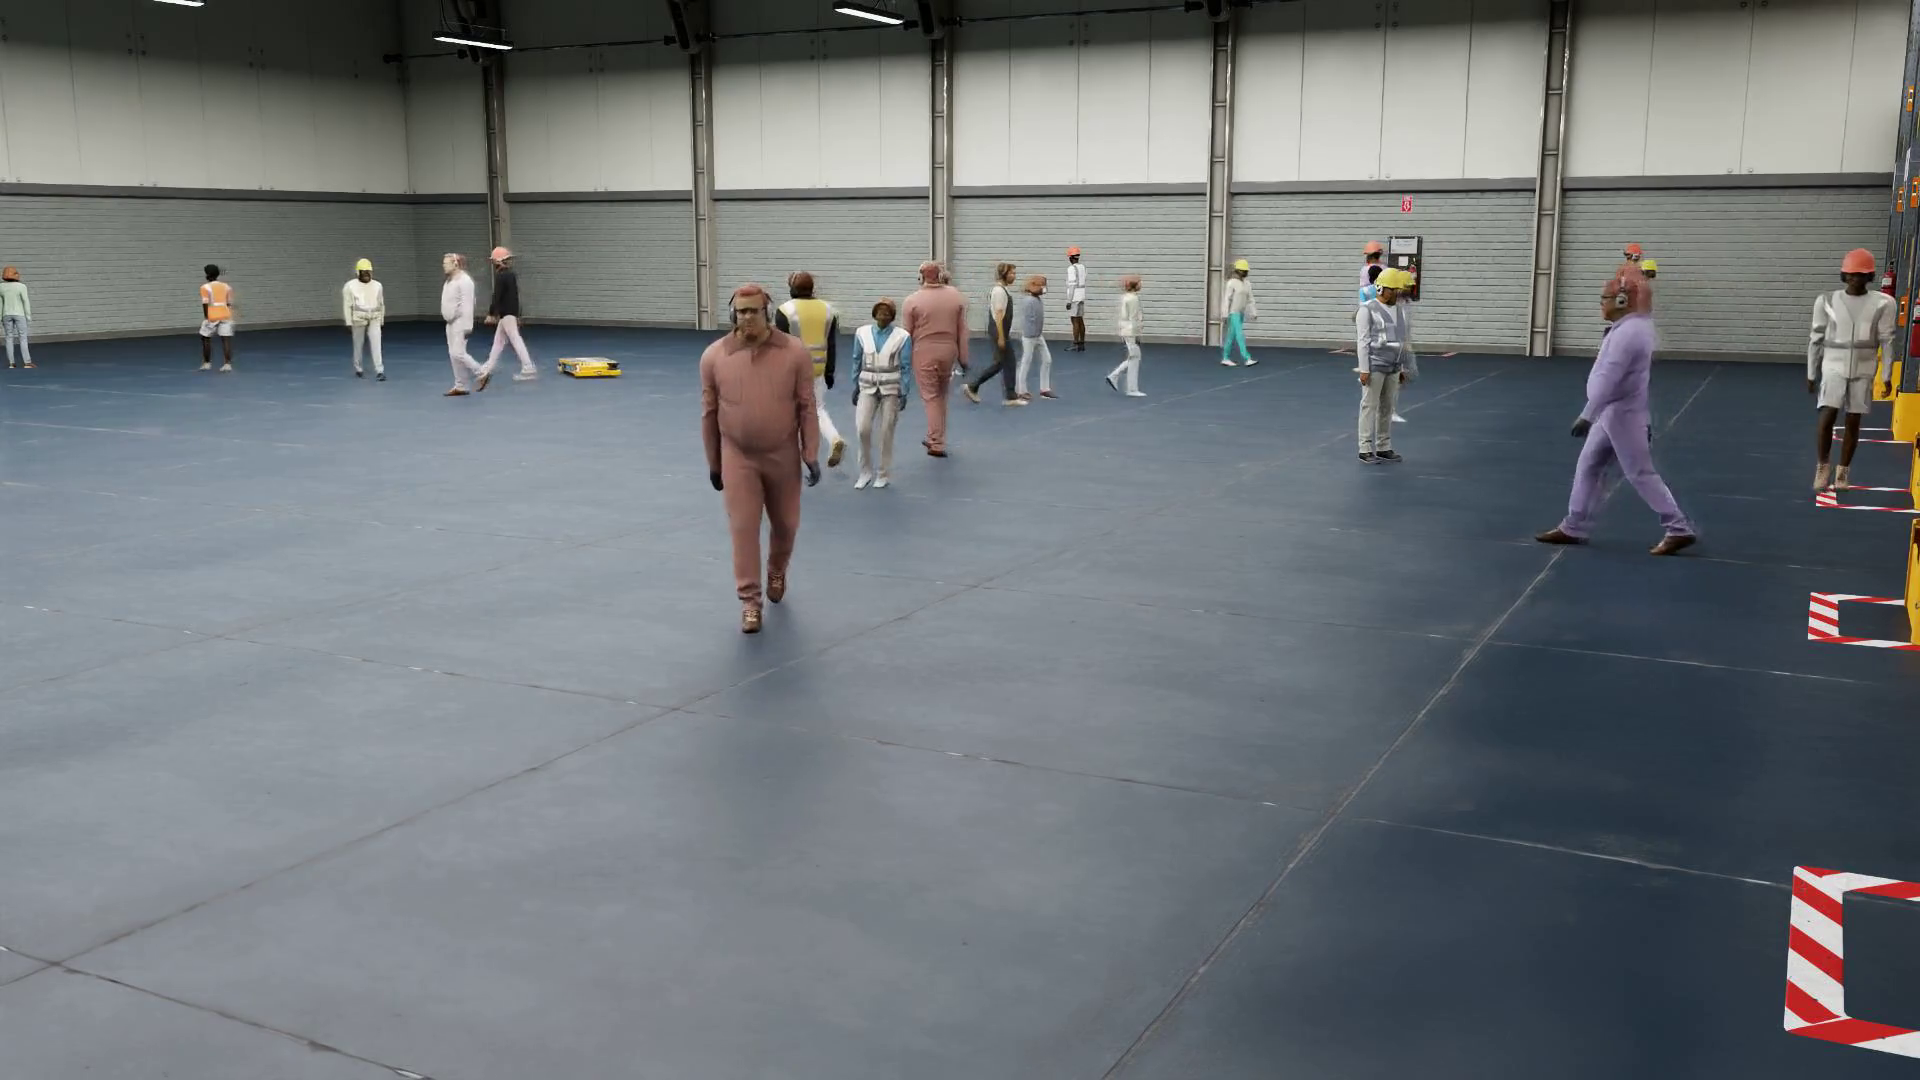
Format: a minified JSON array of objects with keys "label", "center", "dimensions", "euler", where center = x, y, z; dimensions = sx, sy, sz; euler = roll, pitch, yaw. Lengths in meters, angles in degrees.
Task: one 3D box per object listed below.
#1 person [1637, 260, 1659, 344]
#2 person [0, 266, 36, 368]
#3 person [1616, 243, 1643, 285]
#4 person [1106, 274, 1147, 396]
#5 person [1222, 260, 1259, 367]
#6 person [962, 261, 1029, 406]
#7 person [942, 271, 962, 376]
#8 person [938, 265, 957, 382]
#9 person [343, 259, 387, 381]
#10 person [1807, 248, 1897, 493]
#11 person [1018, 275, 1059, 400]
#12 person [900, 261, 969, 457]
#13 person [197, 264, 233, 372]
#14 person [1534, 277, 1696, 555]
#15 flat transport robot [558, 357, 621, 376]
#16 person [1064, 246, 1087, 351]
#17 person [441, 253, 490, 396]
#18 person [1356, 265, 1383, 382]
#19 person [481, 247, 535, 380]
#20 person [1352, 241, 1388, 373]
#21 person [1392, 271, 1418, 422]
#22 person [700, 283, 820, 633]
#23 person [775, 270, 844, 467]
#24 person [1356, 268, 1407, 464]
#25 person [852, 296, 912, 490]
[{"label":"person","center":[10.509,-3.401,25.439],"dimensions":[0.450,1.751,0.546],"euler":[4,11,23]},{"label":"person","center":[-15.242,-3.589,26.814],"dimensions":[0.498,1.634,0.282],"euler":[-1,10,-5]},{"label":"person","center":[11.114,-3.918,27.615],"dimensions":[0.376,1.997,0.612],"euler":[-2,11,-13]},{"label":"person","center":[2.235,-2.699,21.979],"dimensions":[0.438,1.626,0.520],"euler":[0,10,-2]},{"label":"person","center":[4.573,-3.647,26.869],"dimensions":[0.548,1.716,0.892],"euler":[-9,14,-41]},{"label":"person","center":[0.434,-2.556,20.681],"dimensions":[0.763,1.823,0.540],"euler":[2,11,10]},{"label":"person","center":[-0.288,-3.239,25.006],"dimensions":[0.855,1.602,0.520],"euler":[-9,14,-40]},{"label":"person","center":[-0.269,-2.983,23.209],"dimensions":[0.543,1.737,0.610],"euler":[0,10,2]},{"label":"person","center":[-8.777,-3.247,24.544],"dimensions":[0.607,1.788,0.914],"euler":[-8,13,-36]},{"label":"person","center":[7.304,-1.367,13.648],"dimensions":[0.619,2.017,0.743],"euler":[5,11,25]},{"label":"person","center":[1.031,-2.599,21.475],"dimensions":[0.627,1.608,0.493],"euler":[5,11,25]},{"label":"person","center":[-0.317,-1.770,16.234],"dimensions":[0.681,1.866,0.906],"euler":[-5,12,-26]},{"label":"person","center":[-11.673,-3.457,25.993],"dimensions":[0.717,1.672,0.540],"euler":[7,12,32]},{"label":"person","center":[4.497,-0.836,11.210],"dimensions":[1.003,1.862,0.632],"euler":[3,11,18]},{"label":"flat transport robot","center":[-5.699,-2.665,25.496],"dimensions":[0.652,0.197,1.431],"euler":[-5,11,-25]},{"label":"person","center":[2.109,-4.433,30.599],"dimensions":[0.376,1.934,0.547],"euler":[6,12,32]},{"label":"person","center":[-6.627,-2.852,22.071],"dimensions":[0.492,1.895,0.664],"euler":[-8,13,-39]},{"label":"person","center":[5.986,-3.118,24.071],"dimensions":[0.532,1.697,0.322],"euler":[-3,11,-17]},{"label":"person","center":[-6.769,-3.320,24.483],"dimensions":[1.006,1.939,0.632],"euler":[0,10,-3]},{"label":"person","center":[6.361,-3.599,25.760],"dimensions":[0.629,2.042,0.384],"euler":[-9,13,-39]},{"label":"person","center":[5.028,-2.209,19.026],"dimensions":[0.398,1.728,0.503],"euler":[10,14,42]},{"label":"person","center":[-1.107,-0.486,9.226],"dimensions":[0.639,1.881,0.849],"euler":[-2,11,-9]},{"label":"person","center":[-1.376,-1.515,14.992],"dimensions":[0.632,1.823,0.692],"euler":[-8,13,-39]},{"label":"person","center":[3.970,-1.630,15.602],"dimensions":[0.587,1.828,0.404],"euler":[-7,13,-34]},{"label":"person","center":[-0.670,-1.219,13.905],"dimensions":[0.533,1.613,0.548],"euler":[2,11,11]}]
